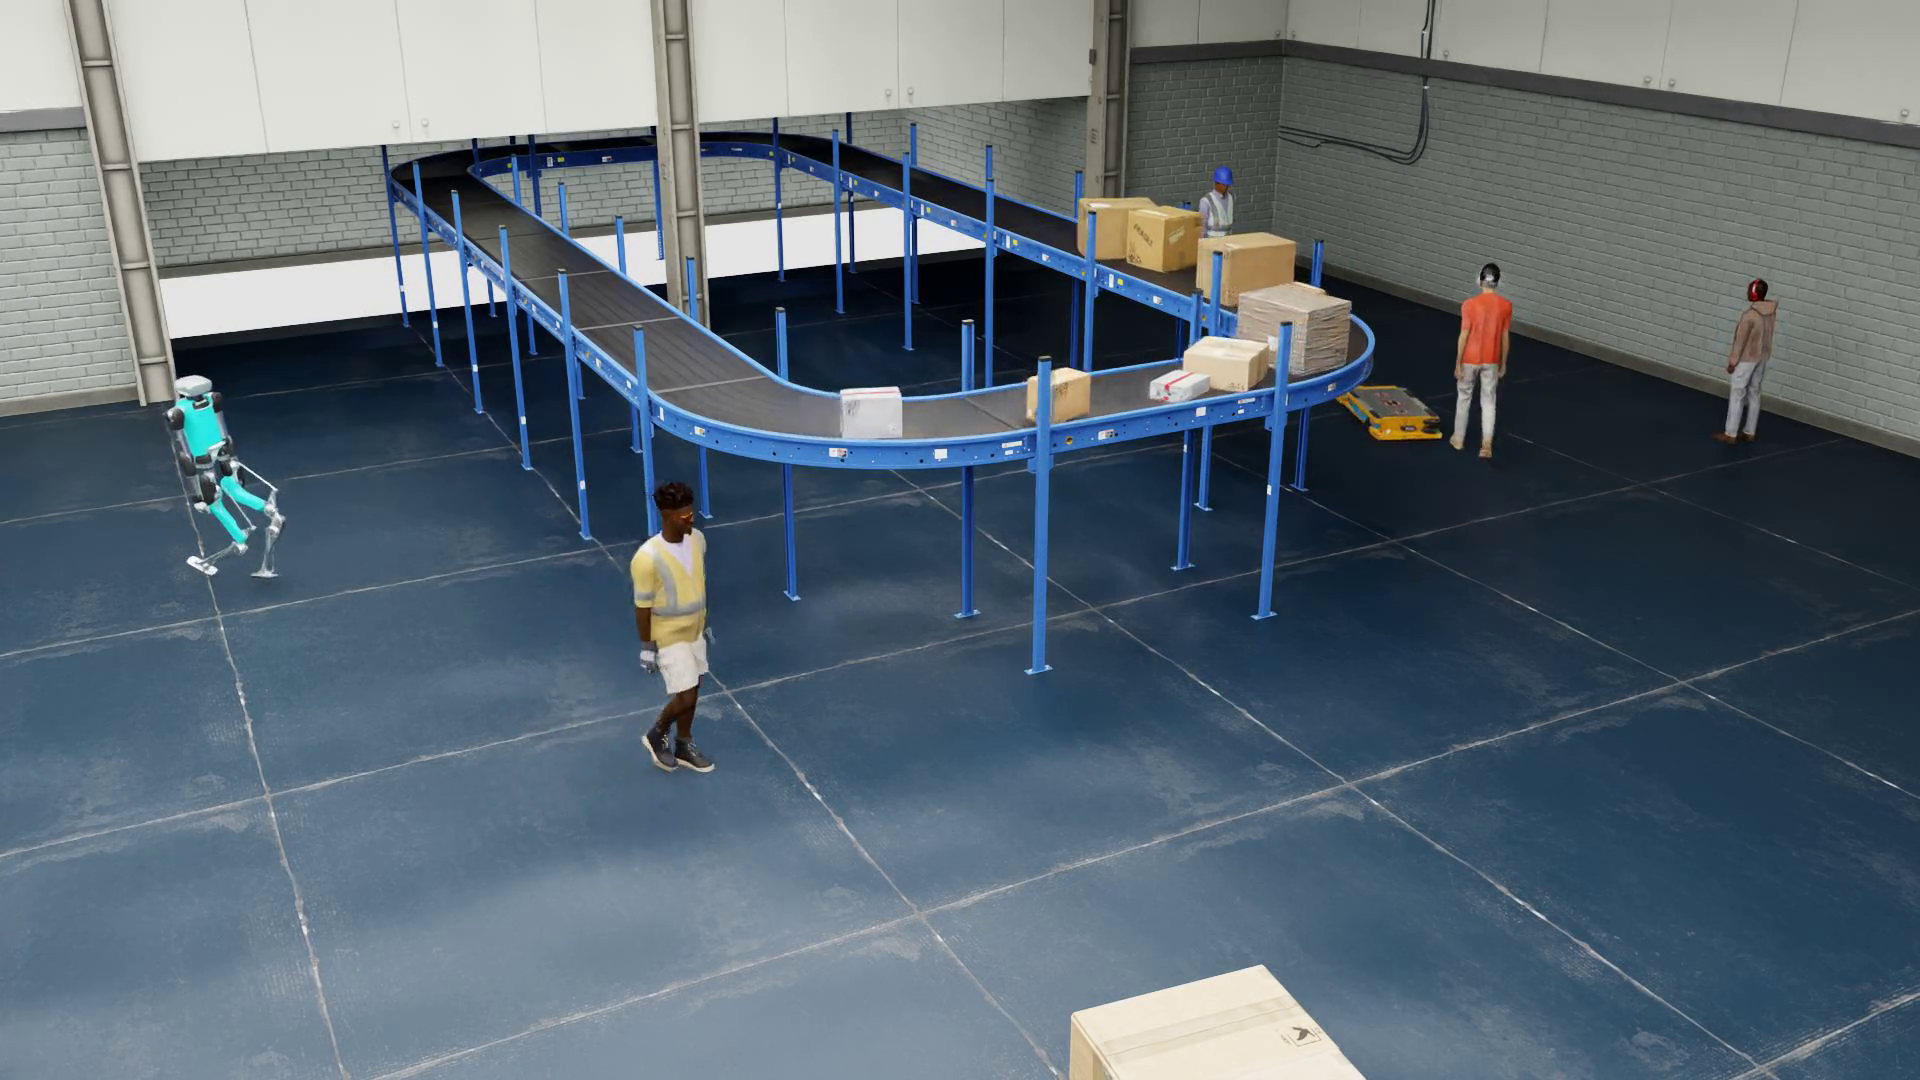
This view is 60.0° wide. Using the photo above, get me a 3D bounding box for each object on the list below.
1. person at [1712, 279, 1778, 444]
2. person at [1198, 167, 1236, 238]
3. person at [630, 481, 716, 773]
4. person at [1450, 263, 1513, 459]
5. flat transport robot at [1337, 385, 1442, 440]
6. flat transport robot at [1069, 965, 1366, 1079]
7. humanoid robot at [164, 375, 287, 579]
[{"bbox_3d":[7.776,-1.754,16.375,0.472,1.647,0.327,-9,24,-21],"label":"person"},{"bbox_3d":[3.225,-3.710,20.836,0.618,1.933,0.413,-17,27,-36],"label":"person"},{"bbox_3d":[-1.709,0.565,10.227,0.423,1.953,0.623,12,25,27],"label":"person"},{"bbox_3d":[4.995,-1.704,15.935,0.495,1.885,0.793,2,22,5],"label":"person"},{"bbox_3d":[4.418,-1.330,17.164,0.659,0.231,1.431,-2,22,-4],"label":"flat transport robot"},{"bbox_3d":[1.106,2.792,6.974,1.431,0.231,0.659,-8,23,-20],"label":"flat transport robot"},{"bbox_3d":[-5.678,-0.423,12.952,1.020,1.725,0.540,7,23,16],"label":"humanoid robot"}]
